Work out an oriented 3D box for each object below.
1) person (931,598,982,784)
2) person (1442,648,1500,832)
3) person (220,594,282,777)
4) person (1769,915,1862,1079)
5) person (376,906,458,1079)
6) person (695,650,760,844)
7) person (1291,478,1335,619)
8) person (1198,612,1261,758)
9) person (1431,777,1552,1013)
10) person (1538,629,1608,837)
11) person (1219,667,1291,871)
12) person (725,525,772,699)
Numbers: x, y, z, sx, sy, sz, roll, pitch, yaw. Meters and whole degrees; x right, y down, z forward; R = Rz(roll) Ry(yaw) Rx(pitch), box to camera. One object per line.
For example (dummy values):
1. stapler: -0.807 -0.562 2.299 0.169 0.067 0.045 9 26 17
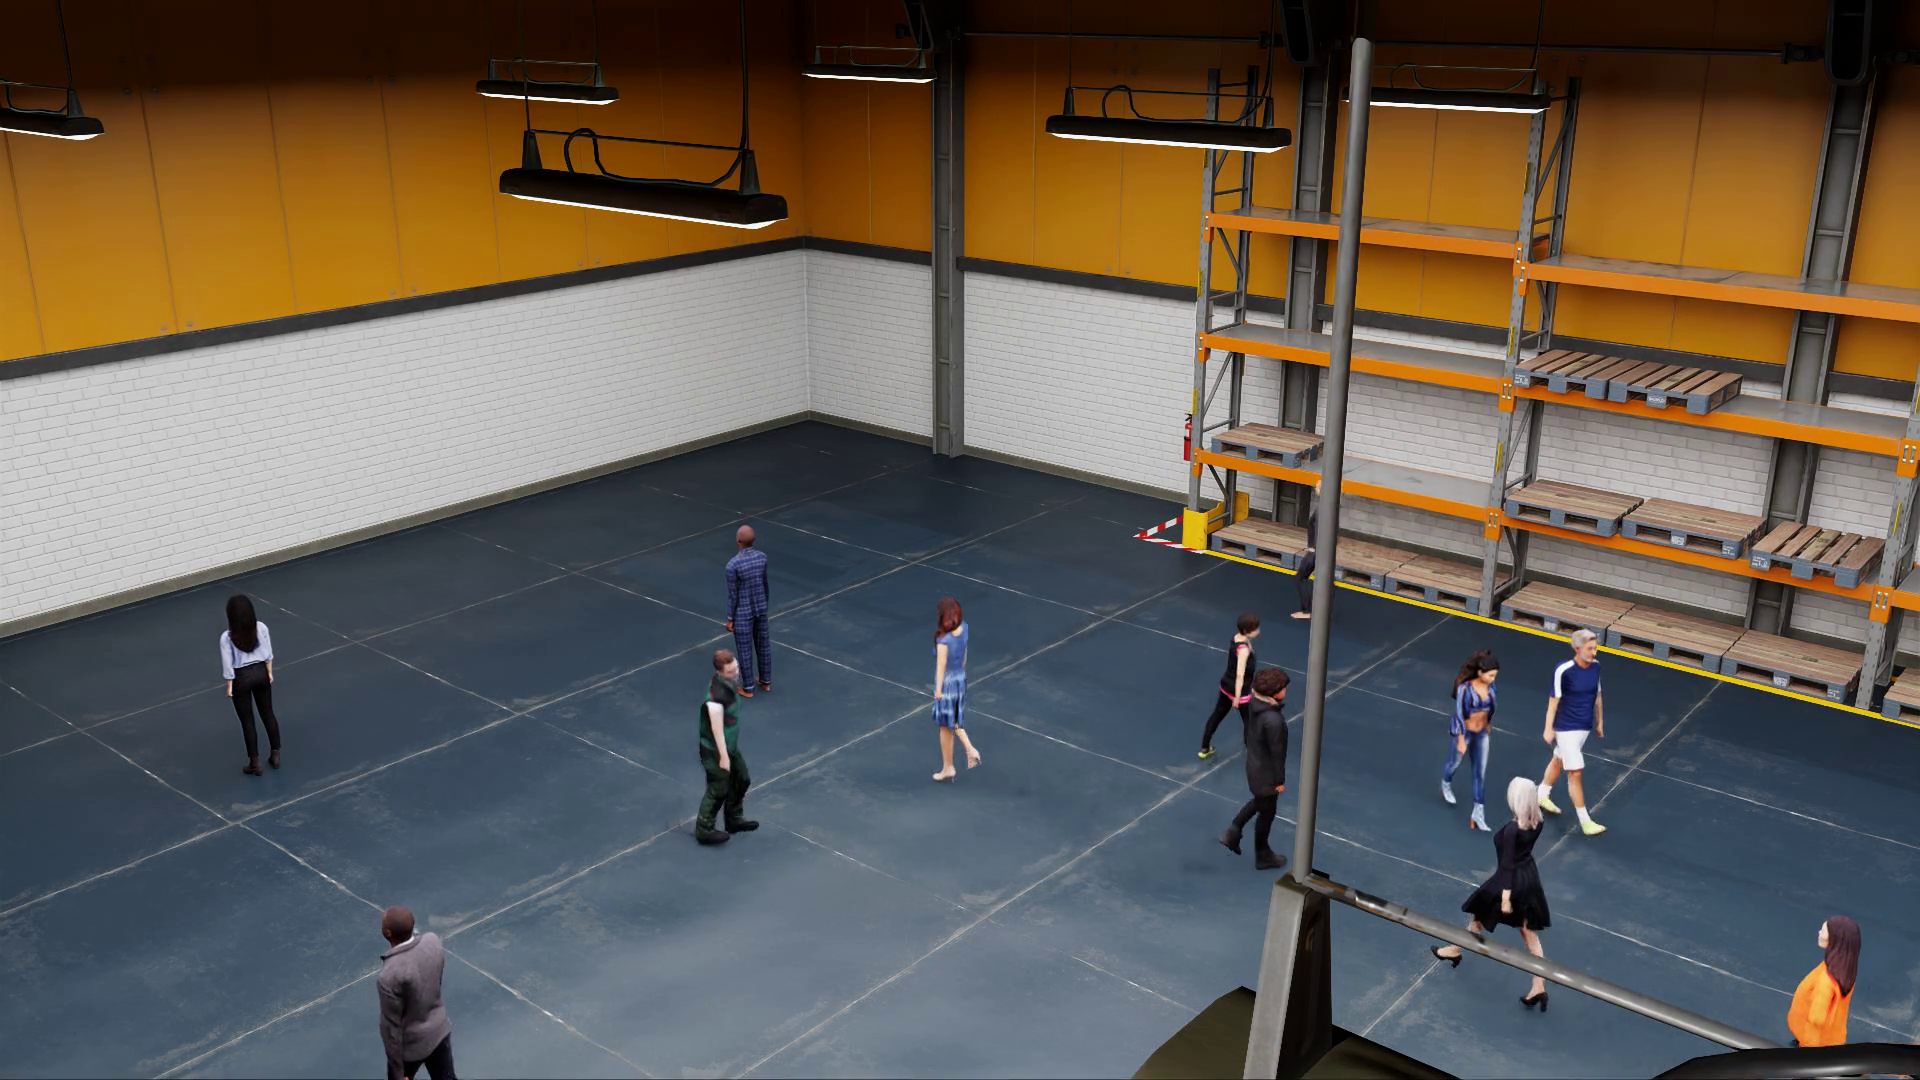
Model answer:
1. person: -0.015 1.380 14.994 0.828 1.799 0.764 9 21 25
2. person: 4.381 1.673 14.460 1.008 1.585 1.135 -5 19 -15
3. person: -6.516 1.316 15.275 0.554 1.743 0.641 14 23 36
4. person: 5.258 3.079 10.044 0.658 1.741 0.625 15 24 38
5. person: -3.190 3.060 10.058 1.202 1.768 0.848 11 22 30
6. person: -2.060 1.736 13.944 0.915 1.796 0.849 -2 19 -5
7. person: 4.158 0.134 18.833 0.641 1.712 0.682 -17 25 -41
8. person: 2.514 1.375 15.449 1.004 1.520 0.951 -5 19 -14
9. person: 3.990 2.524 11.751 0.762 1.702 1.203 -15 24 -38
10. person: 5.221 1.594 14.367 0.933 1.796 1.205 -10 21 -27
11. person: 2.416 1.880 13.561 0.926 1.768 0.880 -3 19 -9
12. person: -2.138 0.711 16.953 0.690 1.819 0.640 -16 24 -39
